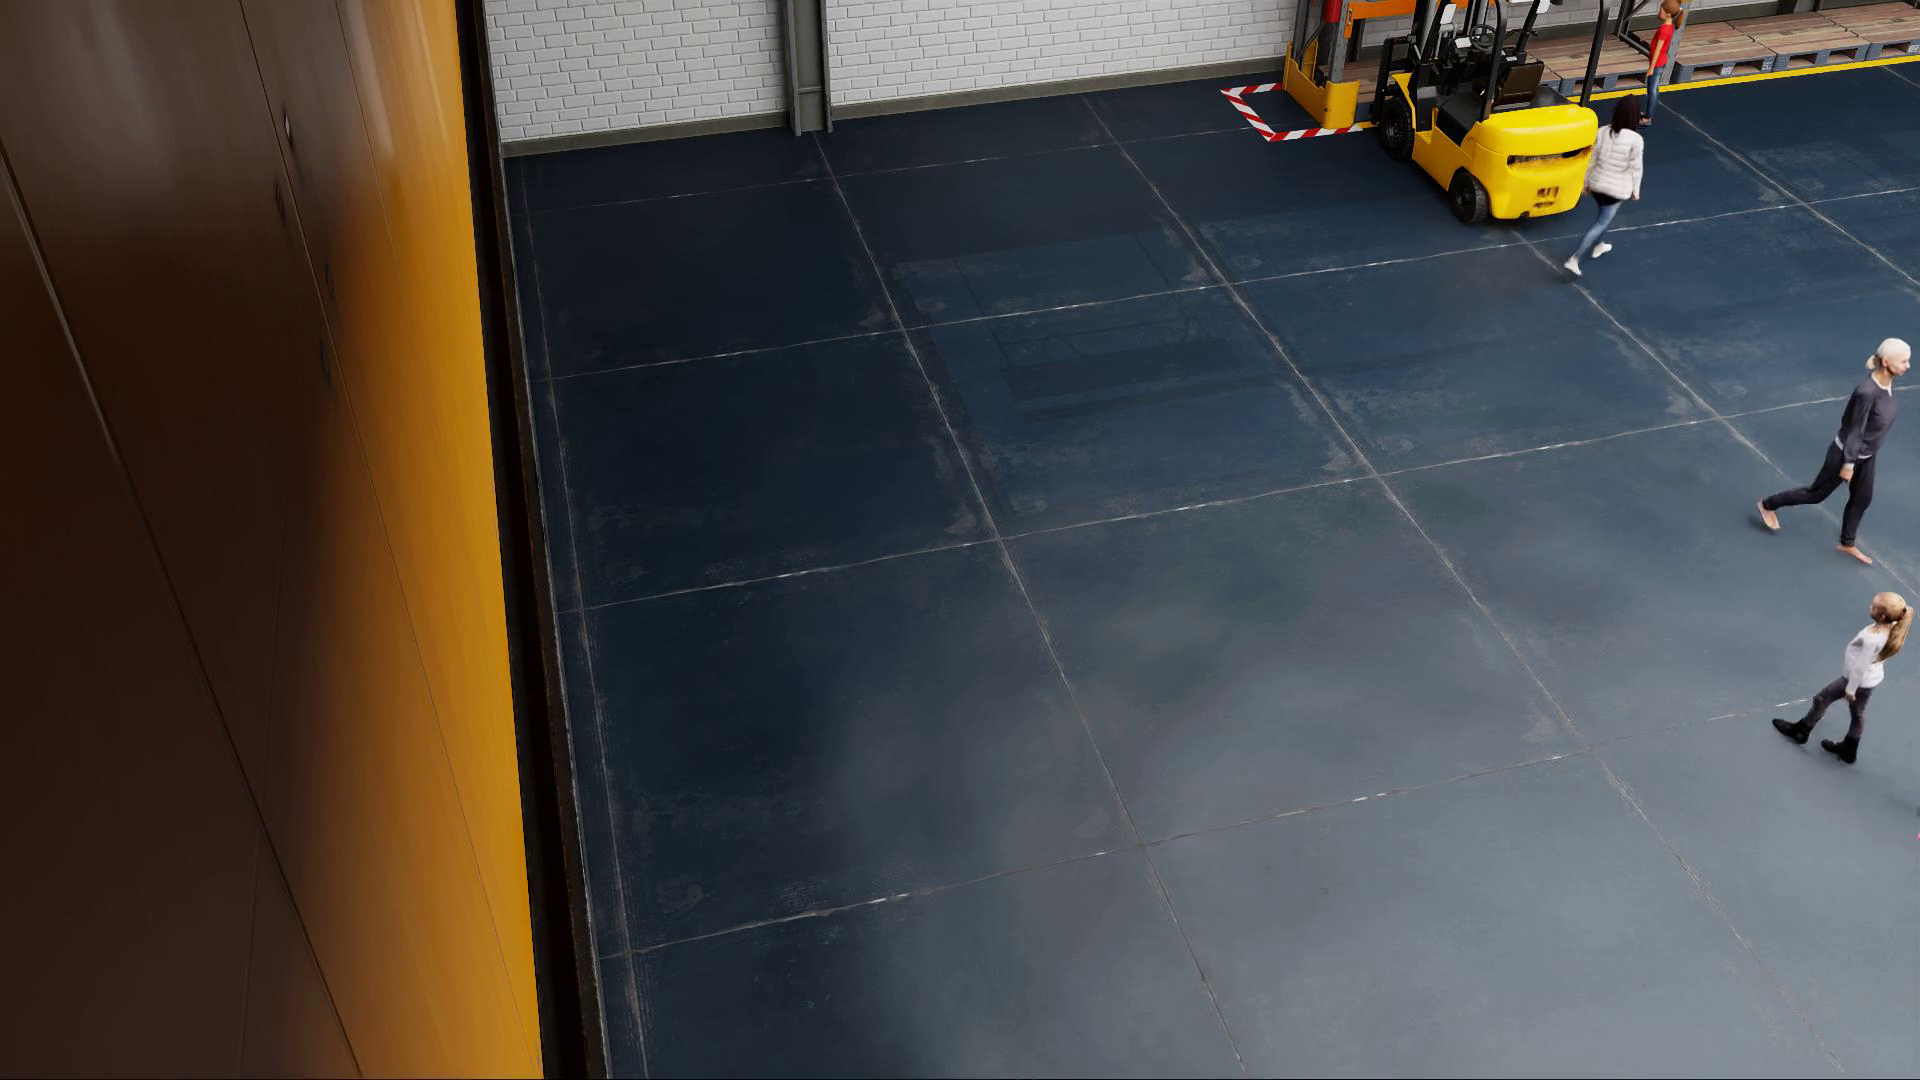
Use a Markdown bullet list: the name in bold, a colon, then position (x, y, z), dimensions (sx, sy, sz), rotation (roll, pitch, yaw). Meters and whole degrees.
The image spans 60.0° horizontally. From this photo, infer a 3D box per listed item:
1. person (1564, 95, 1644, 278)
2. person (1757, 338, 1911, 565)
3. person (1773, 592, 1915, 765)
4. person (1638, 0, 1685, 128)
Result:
- **person**: position (5.685, -3.087, 14.647), dimensions (1.141, 1.607, 0.869), rotation (-24, 44, -27)
- **person**: position (6.110, -0.657, 11.534), dimensions (1.098, 1.695, 1.001), rotation (-30, 47, -32)
- **person**: position (5.463, 0.853, 9.987), dimensions (0.720, 1.265, 0.686), rotation (-22, 44, -26)
- **person**: position (7.229, -4.941, 17.209), dimensions (0.603, 1.307, 0.551), rotation (16, 41, 19)
